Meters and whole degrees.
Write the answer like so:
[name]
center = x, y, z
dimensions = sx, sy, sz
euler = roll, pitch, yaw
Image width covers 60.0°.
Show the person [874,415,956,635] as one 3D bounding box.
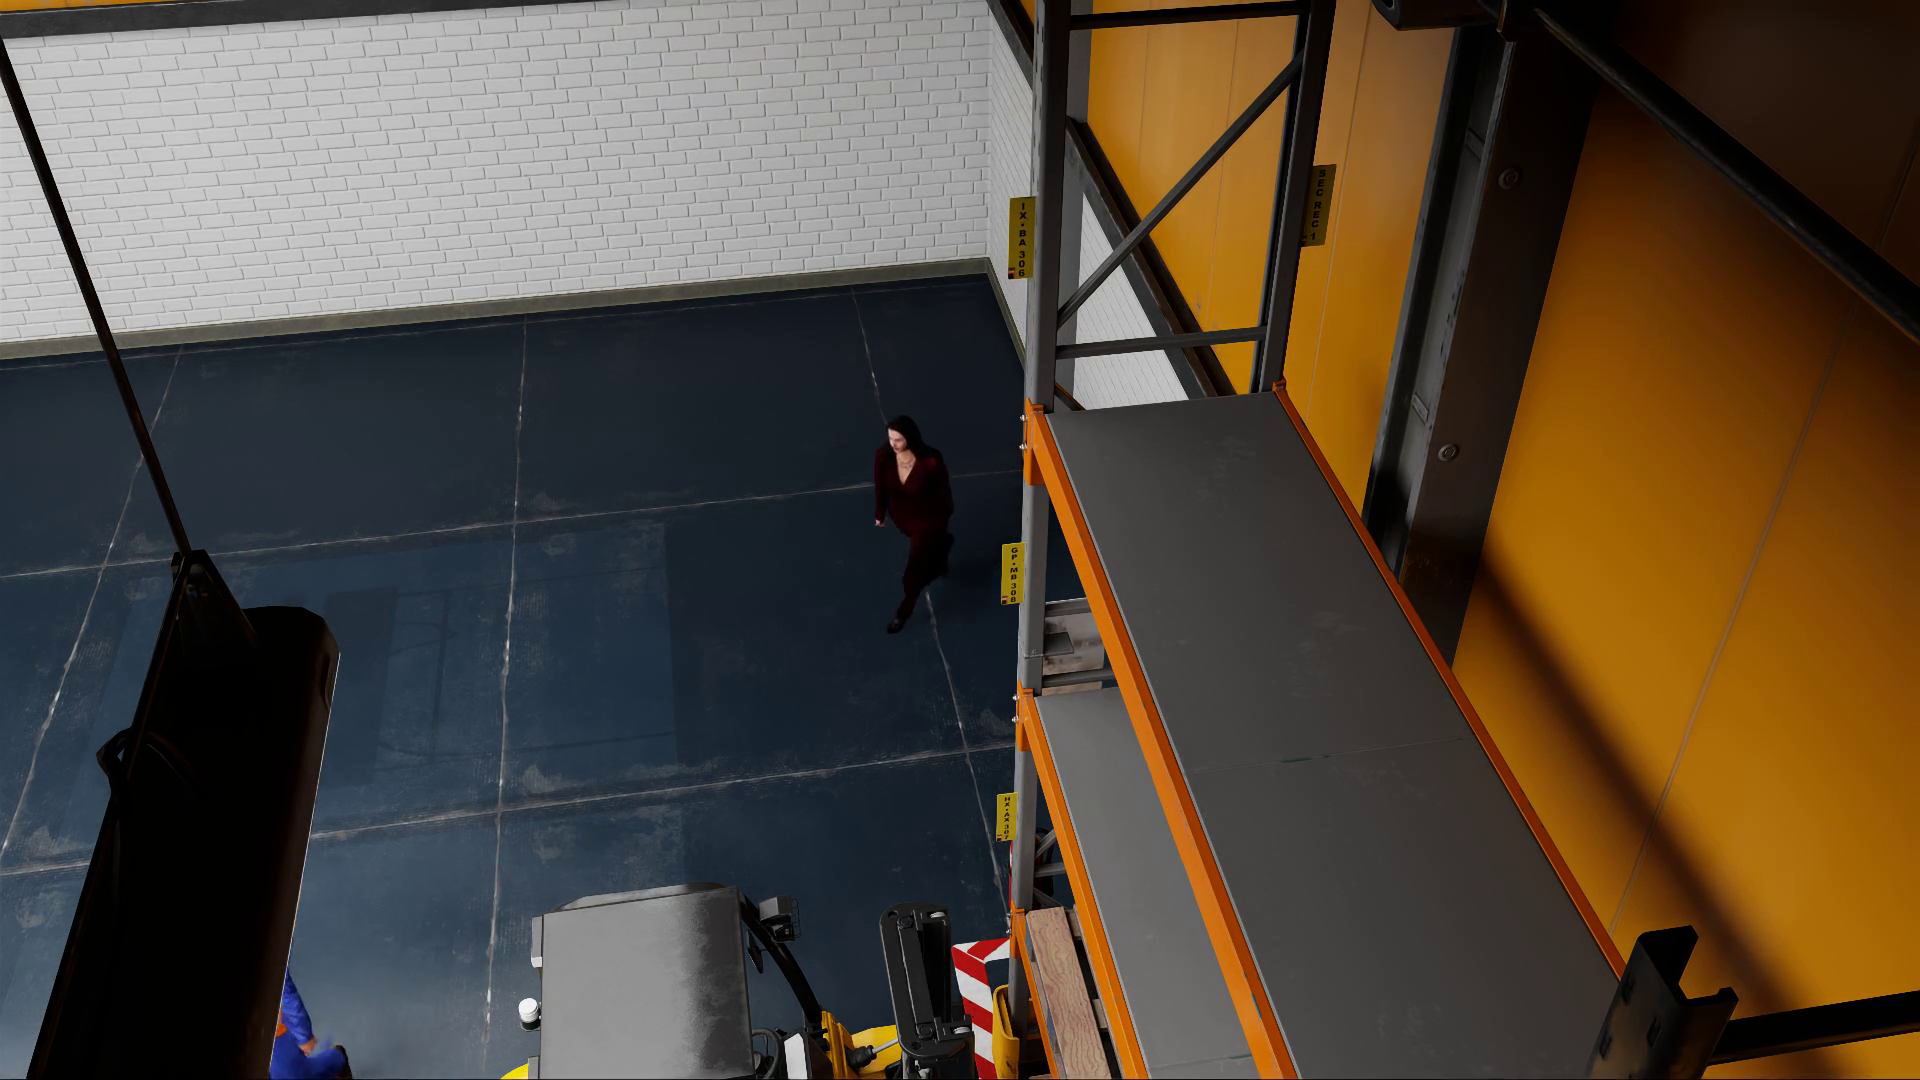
[person]
center = -0.236, -0.218, 11.568
dimensions = 1.142, 1.676, 1.266
euler = 16, 41, 19
